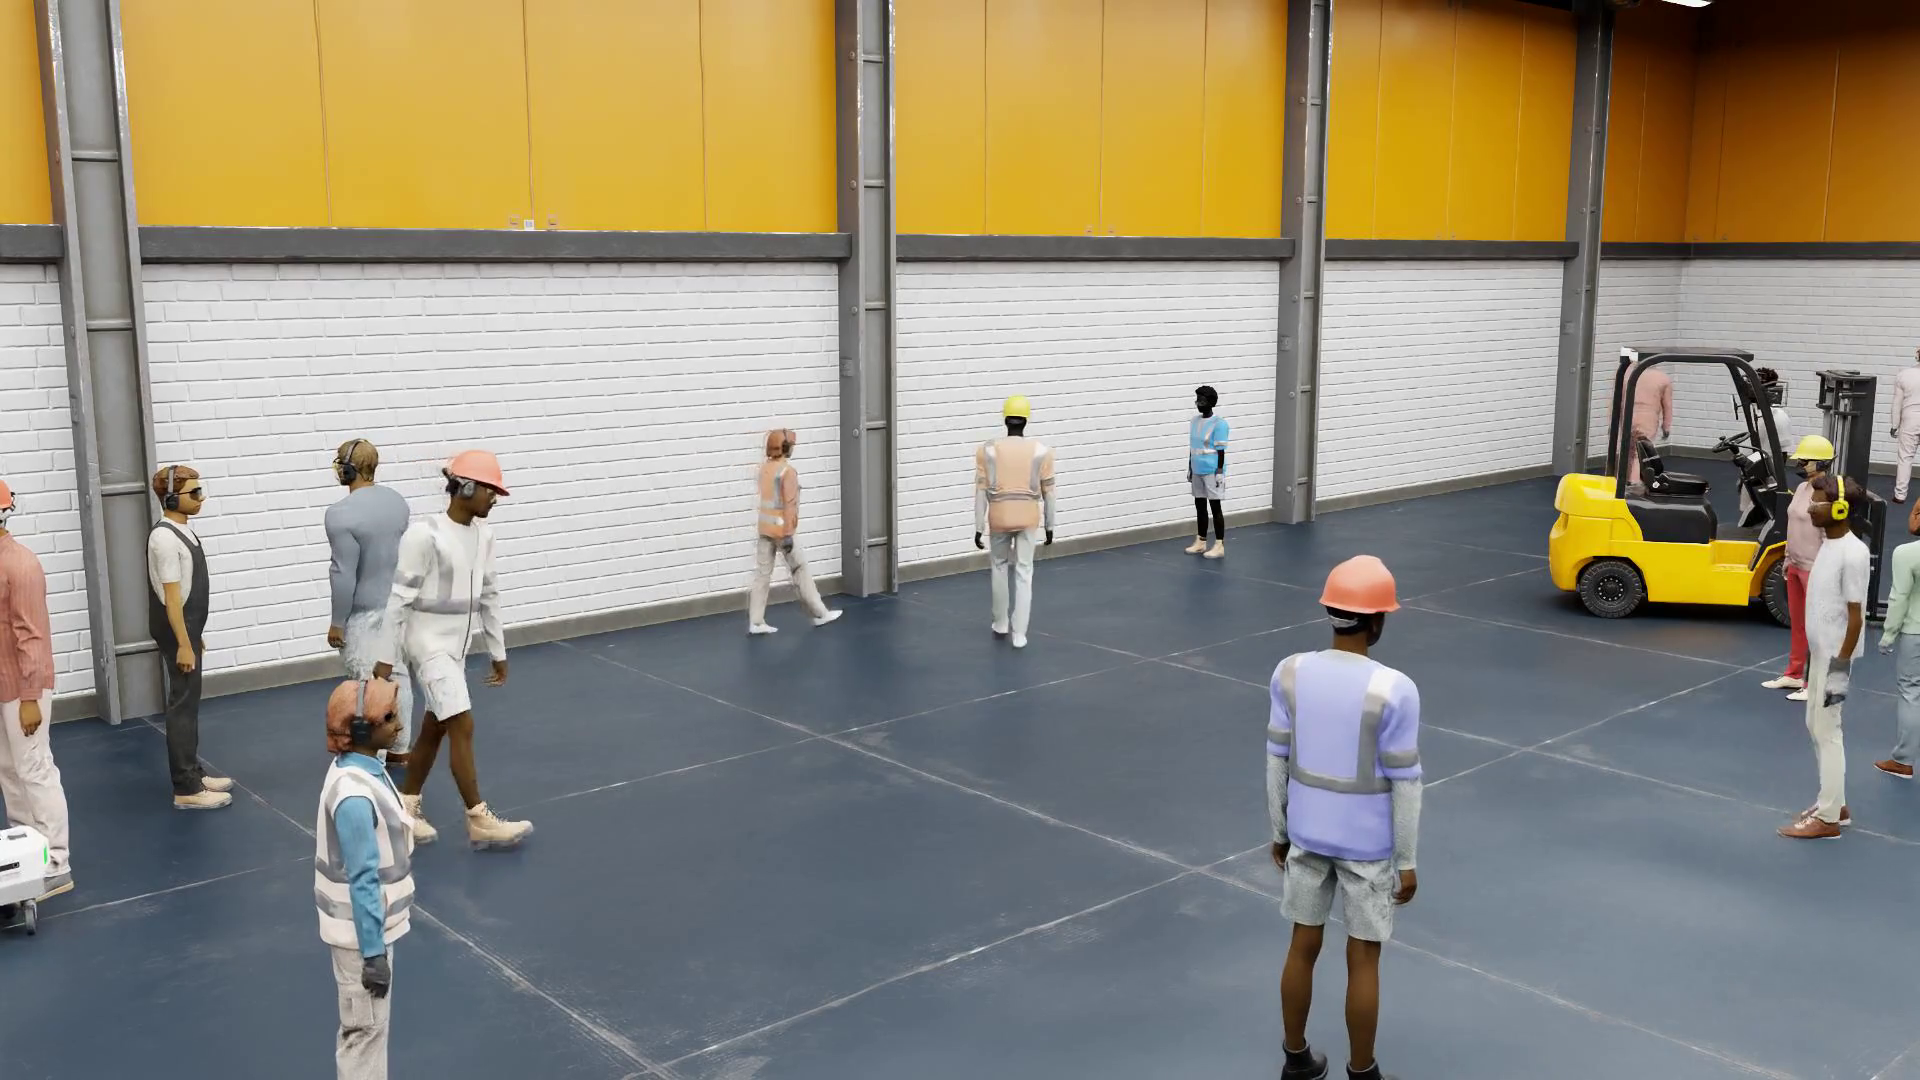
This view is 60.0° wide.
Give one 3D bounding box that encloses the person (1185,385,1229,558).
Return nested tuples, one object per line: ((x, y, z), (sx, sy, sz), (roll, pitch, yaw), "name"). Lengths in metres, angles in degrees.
((2.421, -0.673, 16.305), (0.319, 1.692, 0.536), (-6, 11, -29), "person")

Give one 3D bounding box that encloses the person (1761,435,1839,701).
((5.626, 0.185, 11.059), (0.316, 1.769, 0.524), (0, 10, 1), "person")

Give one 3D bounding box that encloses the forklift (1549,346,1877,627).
((6.109, -0.478, 13.691), (2.313, 2.155, 1.214), (3, 10, 16), "forklift")

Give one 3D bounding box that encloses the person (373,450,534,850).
((-2.498, 0.553, 8.286), (0.896, 1.975, 0.698), (3, 10, 16), "person")

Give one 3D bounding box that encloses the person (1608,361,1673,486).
((8.208, -1.383, 20.062), (0.672, 1.851, 1.062), (7, 12, 37), "person")

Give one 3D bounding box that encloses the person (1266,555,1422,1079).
((1.330, 1.010, 5.733), (0.551, 1.934, 0.373), (8, 13, 39), "person")

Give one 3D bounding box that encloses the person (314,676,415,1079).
((-1.875, 1.237, 5.275), (0.311, 1.637, 0.520), (-3, 10, -19), "person")

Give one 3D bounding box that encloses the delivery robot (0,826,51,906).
((-4.289, 1.422, 7.083), (0.477, 0.478, 0.707), (9, 14, 44), "delivery robot")

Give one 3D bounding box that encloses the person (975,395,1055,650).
((0.418, -0.156, 12.665), (0.609, 1.897, 0.791), (0, 10, 2), "person")

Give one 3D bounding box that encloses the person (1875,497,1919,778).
((5.451, 0.537, 9.387), (0.499, 1.633, 0.279), (-1, 10, -4), "person")

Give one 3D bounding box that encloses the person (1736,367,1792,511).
((7.129, -0.557, 14.828), (0.374, 1.963, 0.608), (0, 10, -2), "person")

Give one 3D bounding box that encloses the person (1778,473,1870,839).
((4.385, 0.590, 8.407), (0.320, 1.872, 0.532), (2, 10, 14), "person")

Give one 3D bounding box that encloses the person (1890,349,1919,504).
((11.398, -1.365, 19.727), (0.648, 1.907, 0.409), (5, 11, 27), "person")

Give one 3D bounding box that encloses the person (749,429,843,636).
((-1.329, -0.069, 12.998), (0.820, 1.595, 0.549), (-7, 12, -37), "person")

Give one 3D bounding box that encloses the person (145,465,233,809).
((-4.139, 0.514, 8.901), (0.345, 1.846, 0.506), (-4, 10, -20), "person")

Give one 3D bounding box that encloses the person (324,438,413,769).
((-3.326, 0.393, 9.340), (0.372, 1.940, 0.630), (3, 10, 15), "person")

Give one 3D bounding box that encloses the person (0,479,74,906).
((-4.366, 0.666, 7.602), (0.615, 1.987, 0.407), (7, 12, 37), "person")
